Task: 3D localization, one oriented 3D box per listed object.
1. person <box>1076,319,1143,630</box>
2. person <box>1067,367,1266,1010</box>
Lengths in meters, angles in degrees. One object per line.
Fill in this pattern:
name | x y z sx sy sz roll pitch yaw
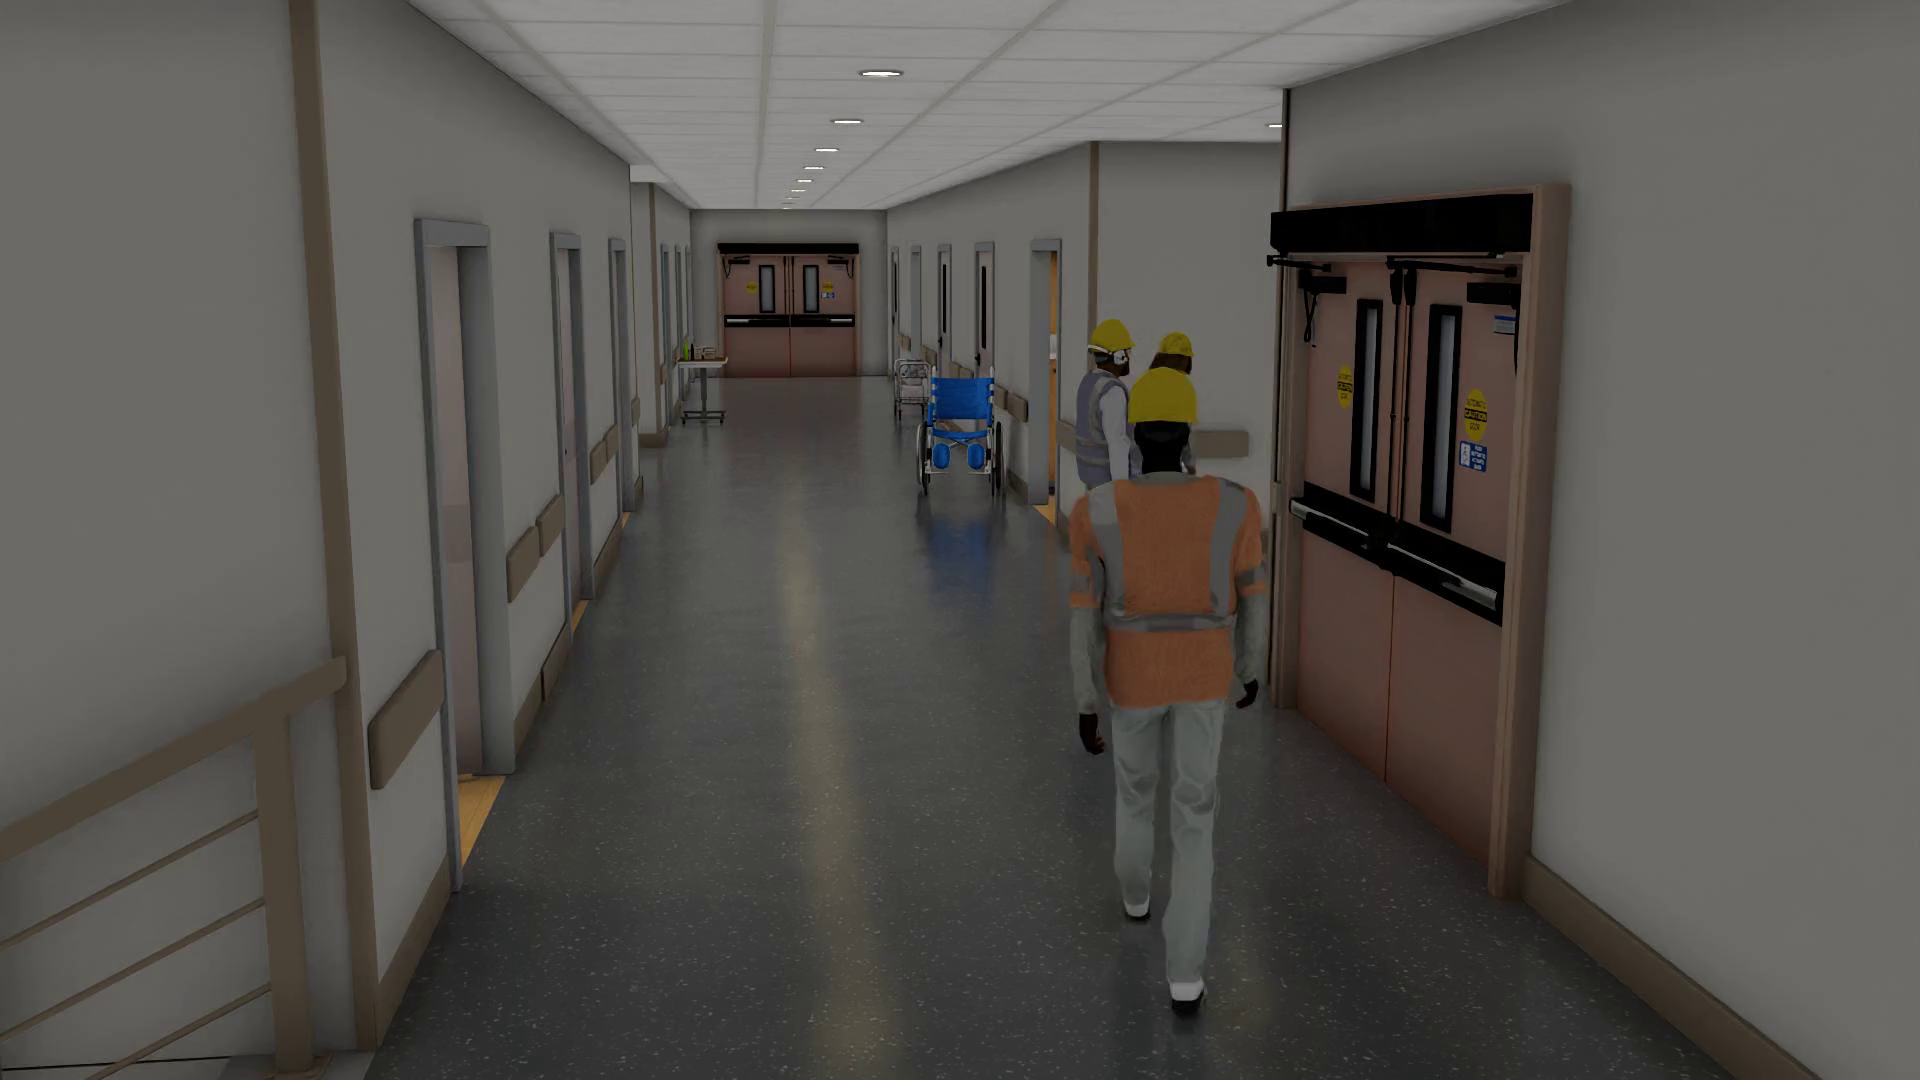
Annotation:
person | 0.895 -0.386 9.871 0.404 1.835 0.600 -2 10 -12
person | 0.633 0.412 5.136 0.605 1.873 1.016 1 10 5
